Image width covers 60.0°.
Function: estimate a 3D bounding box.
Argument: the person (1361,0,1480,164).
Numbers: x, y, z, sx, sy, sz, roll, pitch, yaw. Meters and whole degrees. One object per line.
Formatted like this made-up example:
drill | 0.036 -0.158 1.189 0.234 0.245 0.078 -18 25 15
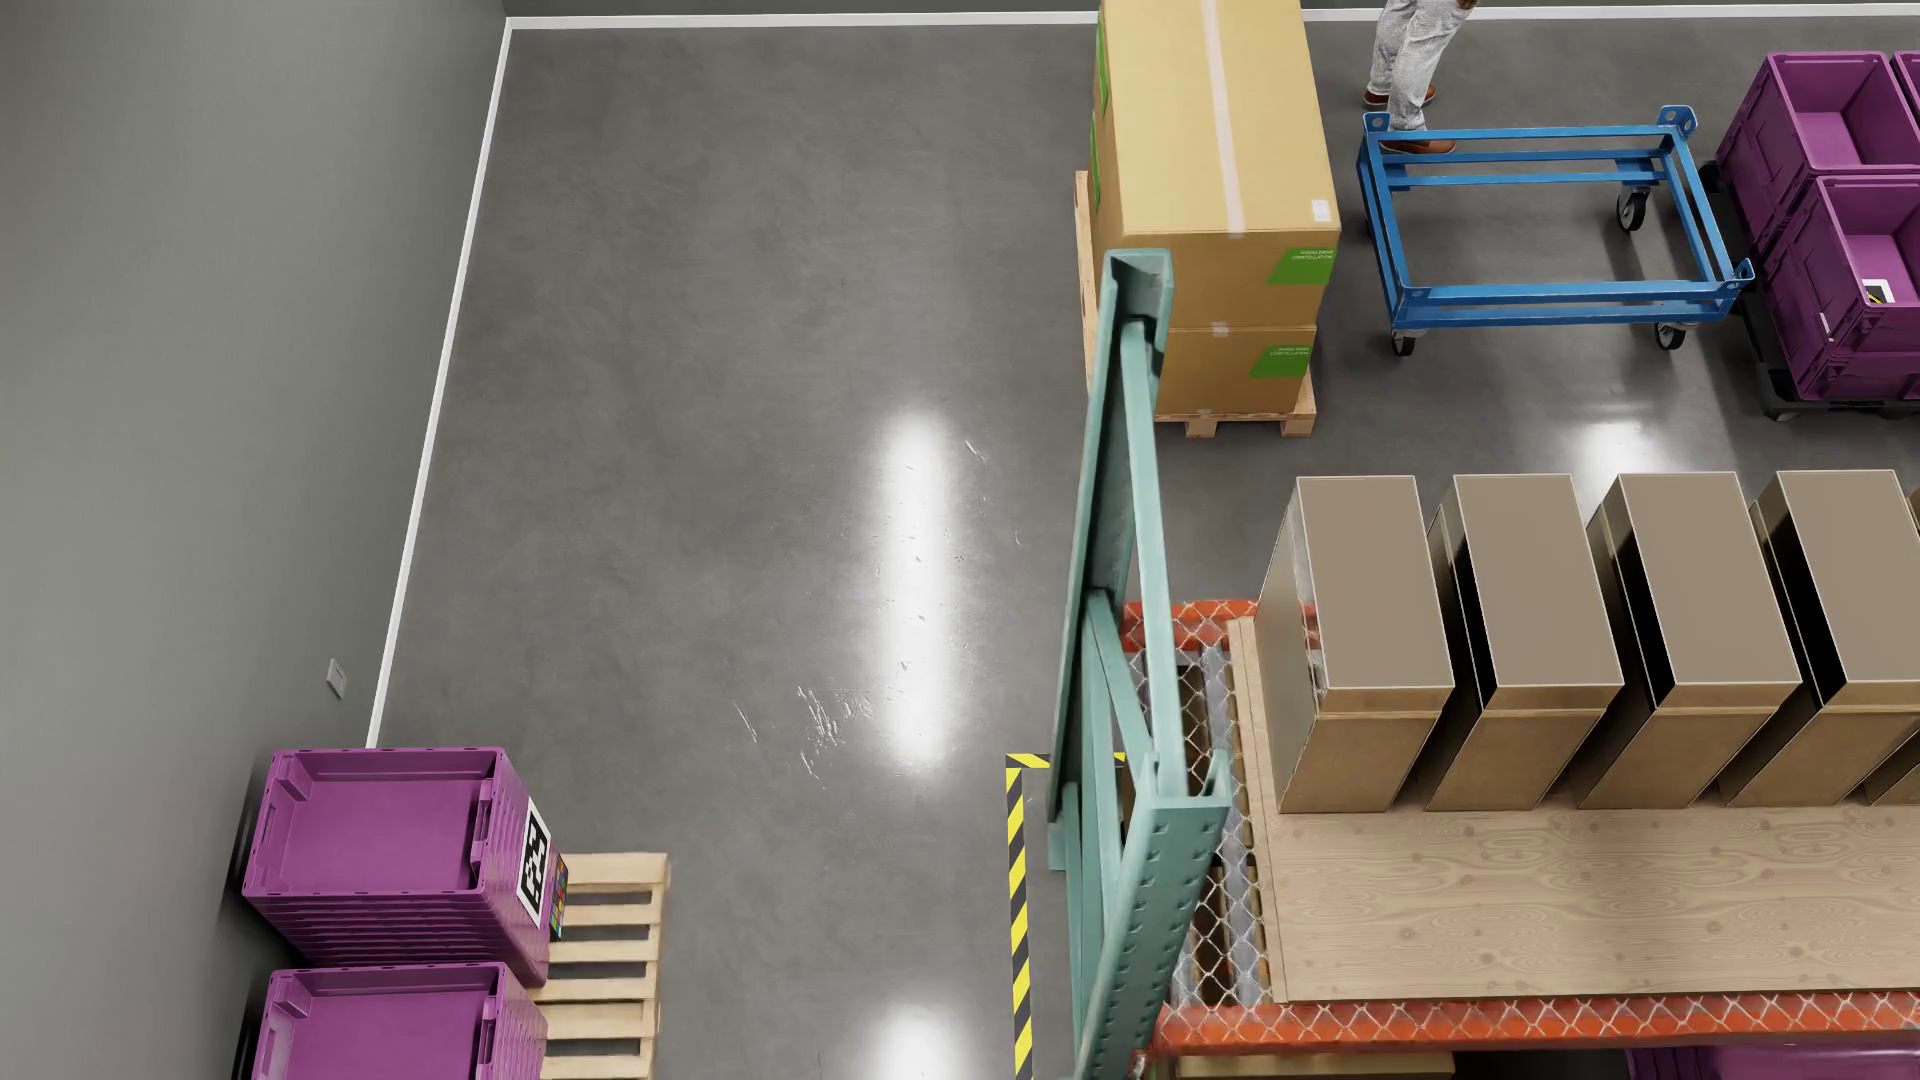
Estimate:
person | 1.820 -2.241 6.077 0.373 1.940 0.629 -3 58 -2
